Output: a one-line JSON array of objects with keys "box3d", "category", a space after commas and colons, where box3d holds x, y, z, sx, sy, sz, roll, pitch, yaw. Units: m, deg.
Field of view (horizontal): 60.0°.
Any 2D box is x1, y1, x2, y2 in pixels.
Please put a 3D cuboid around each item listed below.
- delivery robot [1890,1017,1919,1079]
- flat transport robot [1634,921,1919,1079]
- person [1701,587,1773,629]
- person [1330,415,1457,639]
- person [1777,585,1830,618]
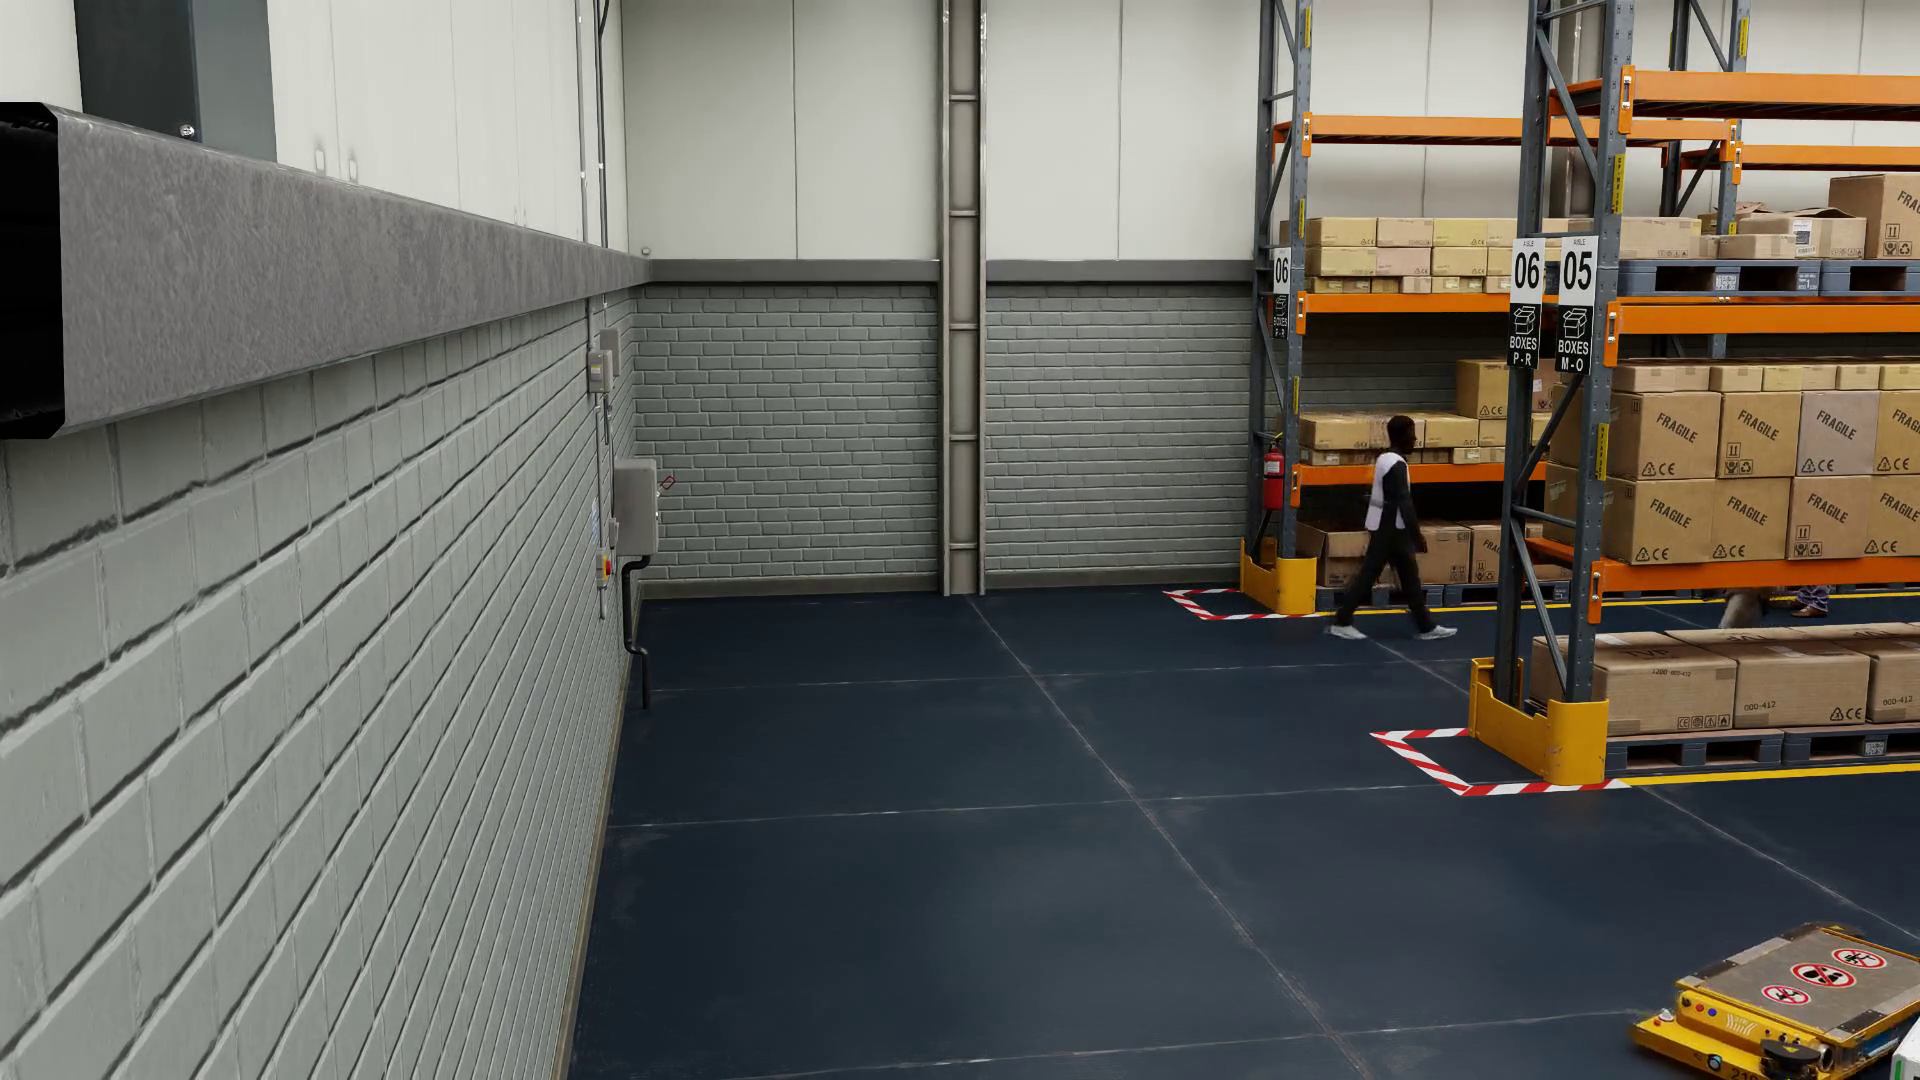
[{"box3d": [3.468, 1.791, 5.732, 0.477, 0.478, 0.707, 8, 12, 41], "category": "delivery robot"}, {"box3d": [3.383, 1.839, 6.596, 1.431, 0.197, 0.652, -7, 11, -36], "category": "flat transport robot"}, {"box3d": [5.542, 0.348, 11.693, 0.793, 1.607, 0.516, -1, 9, -8], "category": "person"}, {"box3d": [3.542, -0.089, 13.599, 1.029, 1.865, 0.585, 2, 9, 13], "category": "person"}, {"box3d": [7.471, -0.271, 14.583, 0.406, 1.909, 0.636, 2, 9, 11], "category": "person"}]
